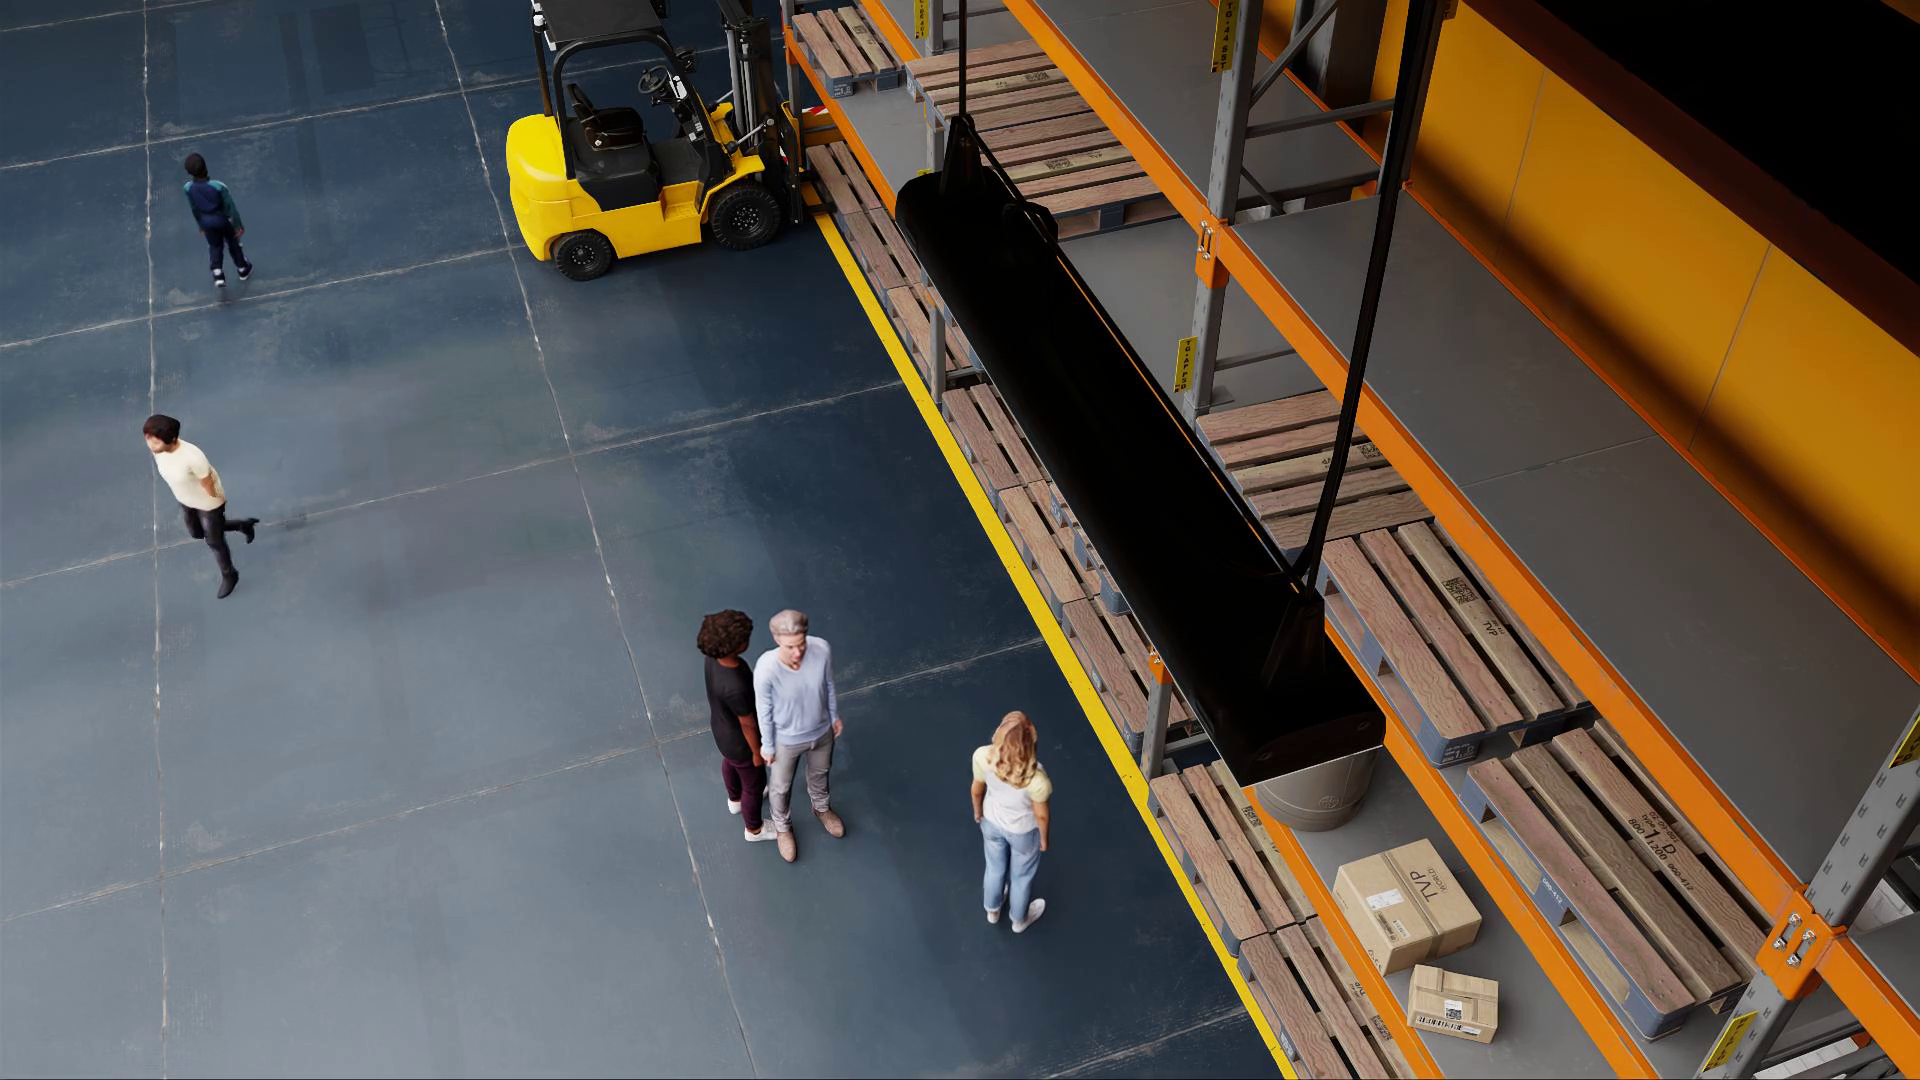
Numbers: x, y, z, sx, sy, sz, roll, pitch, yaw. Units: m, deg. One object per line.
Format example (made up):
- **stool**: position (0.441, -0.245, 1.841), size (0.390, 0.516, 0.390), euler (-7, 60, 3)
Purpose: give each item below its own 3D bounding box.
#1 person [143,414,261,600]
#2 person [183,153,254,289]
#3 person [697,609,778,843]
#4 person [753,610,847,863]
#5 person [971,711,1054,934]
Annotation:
- **person**: position (-5.049, -0.309, 11.207), size (0.872, 1.565, 0.934), euler (19, 47, 19)
- **person**: position (-6.223, -2.646, 13.891), size (0.633, 1.247, 0.793), euler (-3, 44, -3)
- **person**: position (-1.277, 1.064, 9.607), size (0.714, 1.784, 0.550), euler (-20, 47, -20)
- **person**: position (-0.920, 1.080, 9.511), size (0.712, 1.893, 0.630), euler (-22, 48, -22)
- **person**: position (0.283, 1.561, 9.130), size (0.694, 1.723, 0.764), euler (20, 47, 20)
